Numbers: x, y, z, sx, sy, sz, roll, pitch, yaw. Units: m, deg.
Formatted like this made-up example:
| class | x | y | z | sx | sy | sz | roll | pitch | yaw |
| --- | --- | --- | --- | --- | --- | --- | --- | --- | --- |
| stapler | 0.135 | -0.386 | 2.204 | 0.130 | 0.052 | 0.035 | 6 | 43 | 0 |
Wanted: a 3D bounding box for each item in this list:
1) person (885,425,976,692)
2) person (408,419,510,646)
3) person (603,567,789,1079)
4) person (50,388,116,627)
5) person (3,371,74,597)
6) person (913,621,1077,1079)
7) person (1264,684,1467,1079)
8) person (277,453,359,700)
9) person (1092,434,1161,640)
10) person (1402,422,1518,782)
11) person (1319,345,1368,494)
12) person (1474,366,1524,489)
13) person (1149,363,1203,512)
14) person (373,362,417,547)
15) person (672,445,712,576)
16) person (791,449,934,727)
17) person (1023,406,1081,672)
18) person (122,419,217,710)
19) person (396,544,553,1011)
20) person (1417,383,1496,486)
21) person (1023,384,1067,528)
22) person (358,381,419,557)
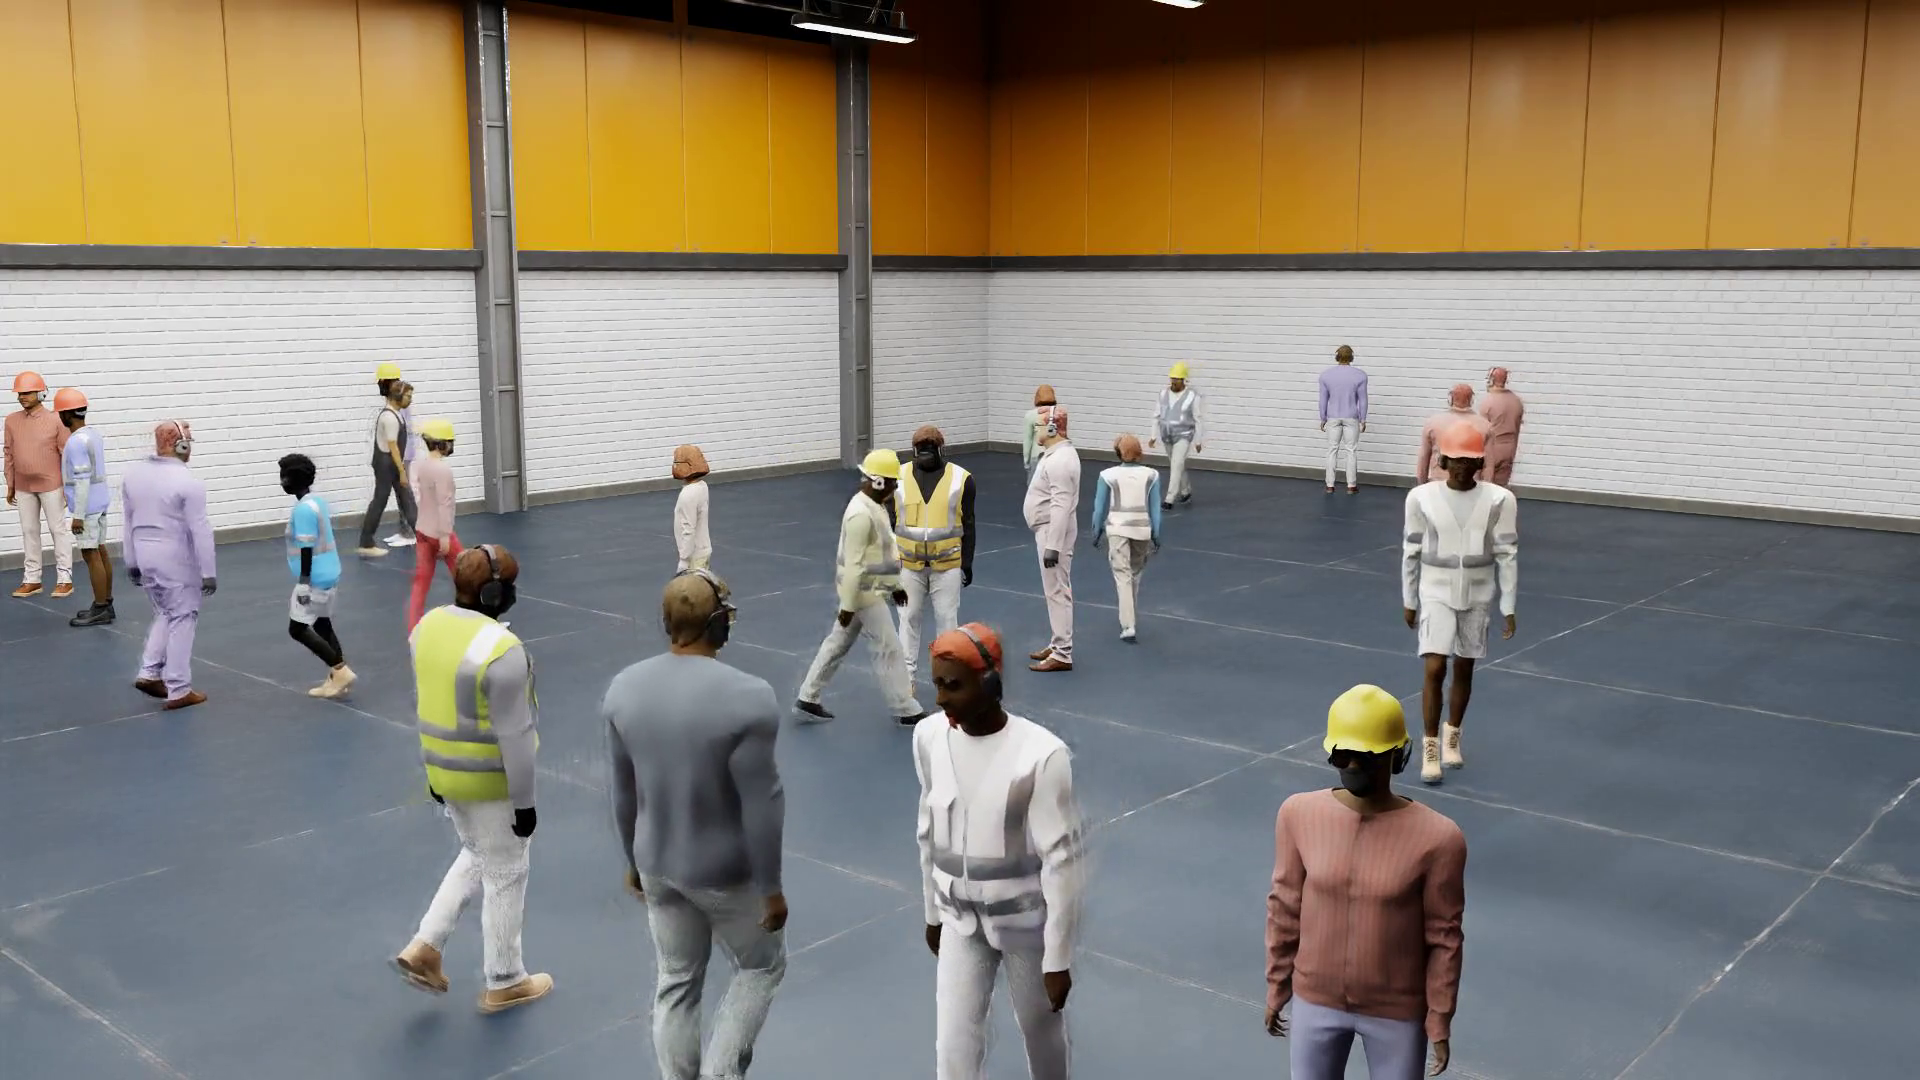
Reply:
| class | x | y | z | sx | sy | sz | roll | pitch | yaw |
| --- | --- | --- | --- | --- | --- | --- | --- | --- | --- |
| person | -0.213 | 0.152 | 11.128 | 0.633 | 1.843 | 0.429 | 1 | 9 | 4 |
| person | -3.910 | -0.063 | 12.796 | 0.840 | 1.726 | 0.557 | -8 | 12 | -41 |
| person | -0.812 | 1.037 | 5.291 | 0.652 | 1.928 | 0.435 | 4 | 10 | 25 |
| person | -7.097 | -0.264 | 13.459 | 0.376 | 1.932 | 0.543 | -2 | 9 | -13 |
| person | -8.110 | -0.485 | 14.644 | 0.610 | 1.996 | 0.379 | 0 | 9 | 2 |
| person | 0.114 | 1.139 | 4.990 | 0.600 | 1.837 | 0.973 | 5 | 11 | 31 |
| person | 1.070 | 1.250 | 4.474 | 0.530 | 1.768 | 0.312 | 4 | 10 | 26 |
| person | -4.266 | 0.260 | 11.006 | 0.394 | 1.672 | 0.541 | -2 | 9 | -14 |
| person | 1.315 | -0.035 | 13.086 | 0.528 | 1.591 | 0.881 | -2 | 9 | -10 |
| person | 2.802 | 0.351 | 9.320 | 0.616 | 2.010 | 0.837 | 2 | 9 | 10 |
| person | 4.967 | -1.560 | 21.575 | 0.630 | 1.940 | 0.372 | 3 | 10 | 19 |
| person | 5.583 | -0.881 | 17.465 | 0.669 | 1.887 | 0.446 | -5 | 10 | -28 |
| person | 2.658 | -1.267 | 20.245 | 0.587 | 1.788 | 0.967 | 8 | 12 | 40 |
| person | -5.902 | -0.891 | 17.408 | 0.386 | 1.928 | 0.589 | -4 | 10 | -23 |
| person | -1.918 | 0.133 | 11.897 | 0.285 | 1.633 | 0.500 | 0 | 9 | 3 |
| person | -0.618 | 0.311 | 10.385 | 0.962 | 1.780 | 0.598 | 0 | 9 | -2 |
| person | 0.656 | -0.012 | 11.955 | 0.405 | 1.906 | 0.653 | 1 | 9 | 5 |
| person | -5.157 | 0.160 | 10.895 | 0.695 | 1.898 | 0.420 | 4 | 10 | 22 |
| person | -1.844 | 0.921 | 6.341 | 0.649 | 1.828 | 0.495 | 8 | 12 | 40 |
| person | 4.505 | -0.499 | 15.180 | 0.644 | 1.855 | 0.975 | 1 | 9 | 7 |
| person | 0.949 | -0.924 | 18.559 | 0.511 | 1.632 | 0.367 | -1 | 9 | -7 |
| person | -5.632 | -0.702 | 16.678 | 0.954 | 1.776 | 0.521 | -1 | 9 | -7 |
